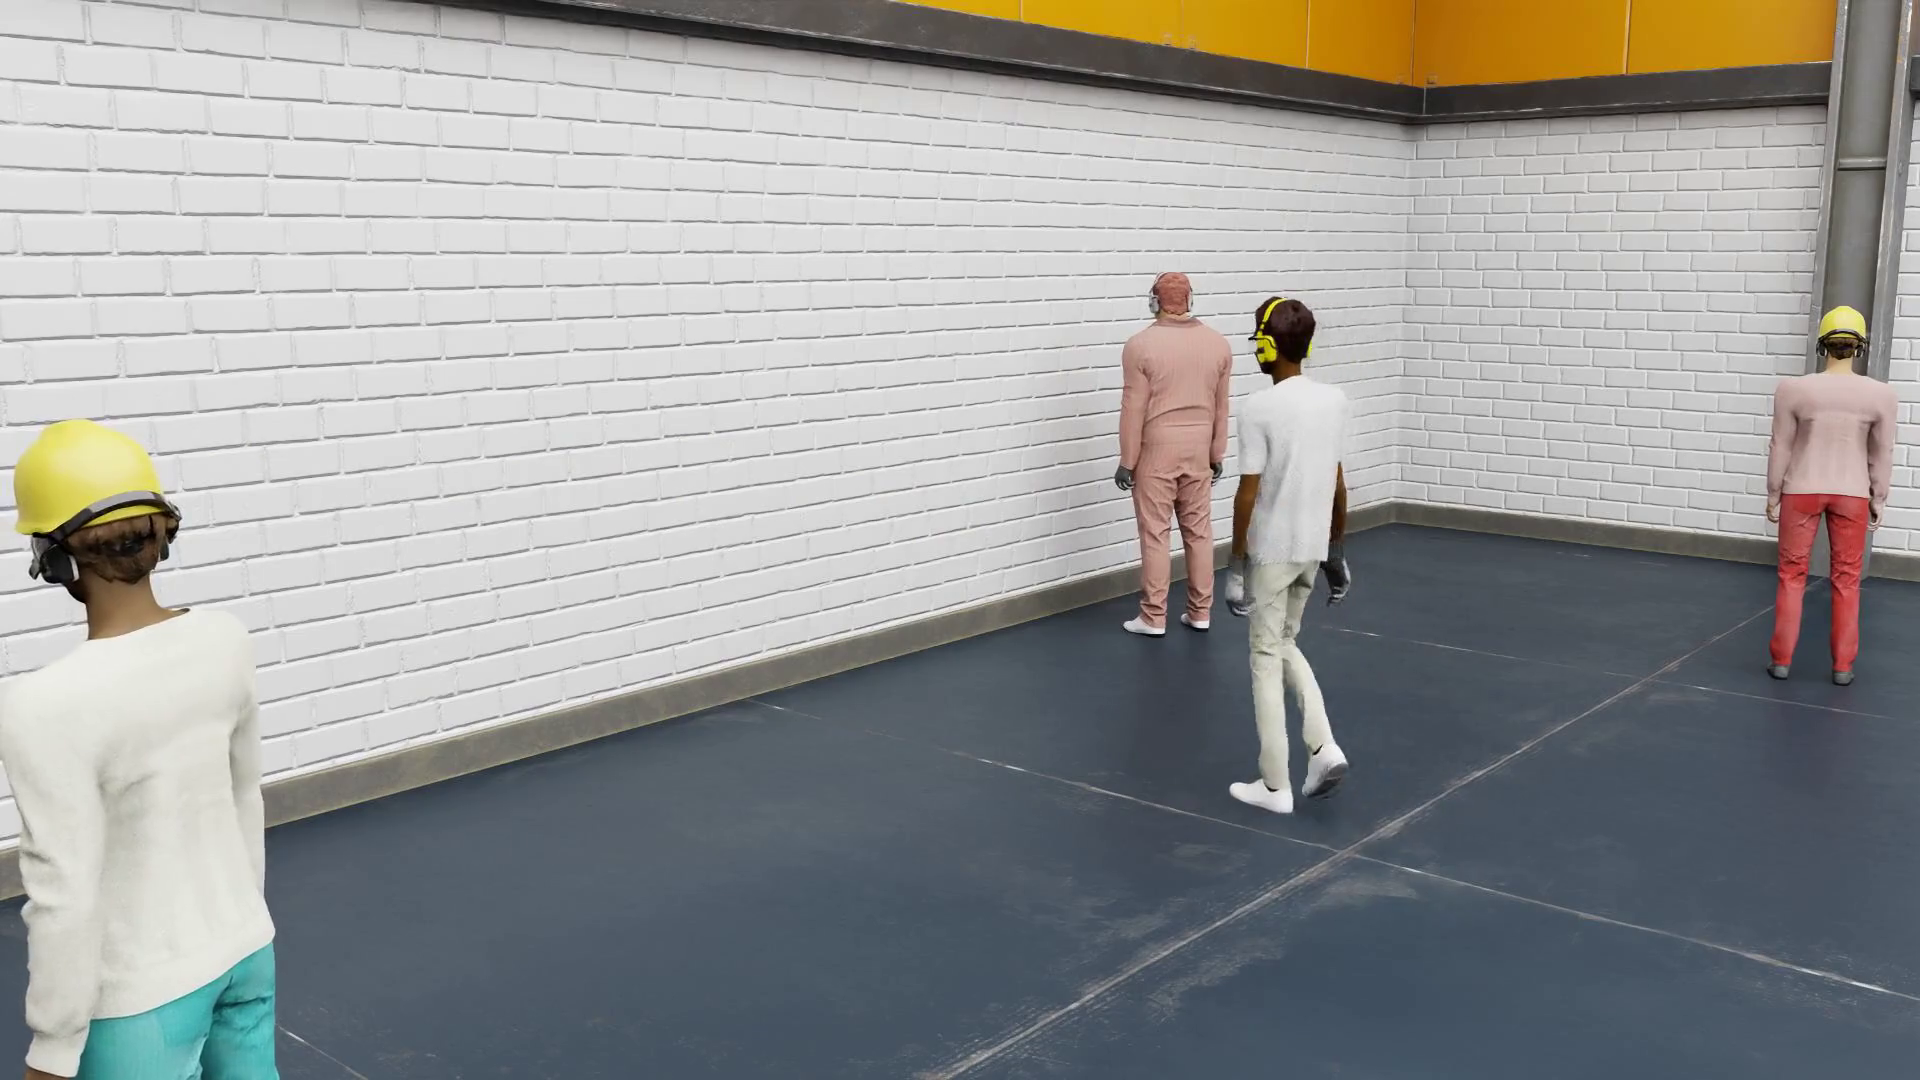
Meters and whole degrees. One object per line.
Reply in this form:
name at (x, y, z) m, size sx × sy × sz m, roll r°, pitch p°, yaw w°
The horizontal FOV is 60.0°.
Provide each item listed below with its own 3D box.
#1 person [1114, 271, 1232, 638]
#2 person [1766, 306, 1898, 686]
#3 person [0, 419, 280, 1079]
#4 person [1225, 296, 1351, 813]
person at (1.092, -0.444, 8.698) m, size 0.651 × 1.904 × 0.402 m, roll -5°, pitch 11°, yaw -24°
person at (4.035, -0.203, 7.749) m, size 0.518 × 1.757 × 0.341 m, roll 4°, pitch 11°, yaw 20°
person at (-1.286, 0.691, 2.637) m, size 0.329 × 1.765 × 0.526 m, roll 2°, pitch 10°, yaw 11°
person at (1.165, 0.065, 5.946) m, size 0.553 × 1.854 × 0.423 m, roll -7°, pitch 12°, yaw -33°
